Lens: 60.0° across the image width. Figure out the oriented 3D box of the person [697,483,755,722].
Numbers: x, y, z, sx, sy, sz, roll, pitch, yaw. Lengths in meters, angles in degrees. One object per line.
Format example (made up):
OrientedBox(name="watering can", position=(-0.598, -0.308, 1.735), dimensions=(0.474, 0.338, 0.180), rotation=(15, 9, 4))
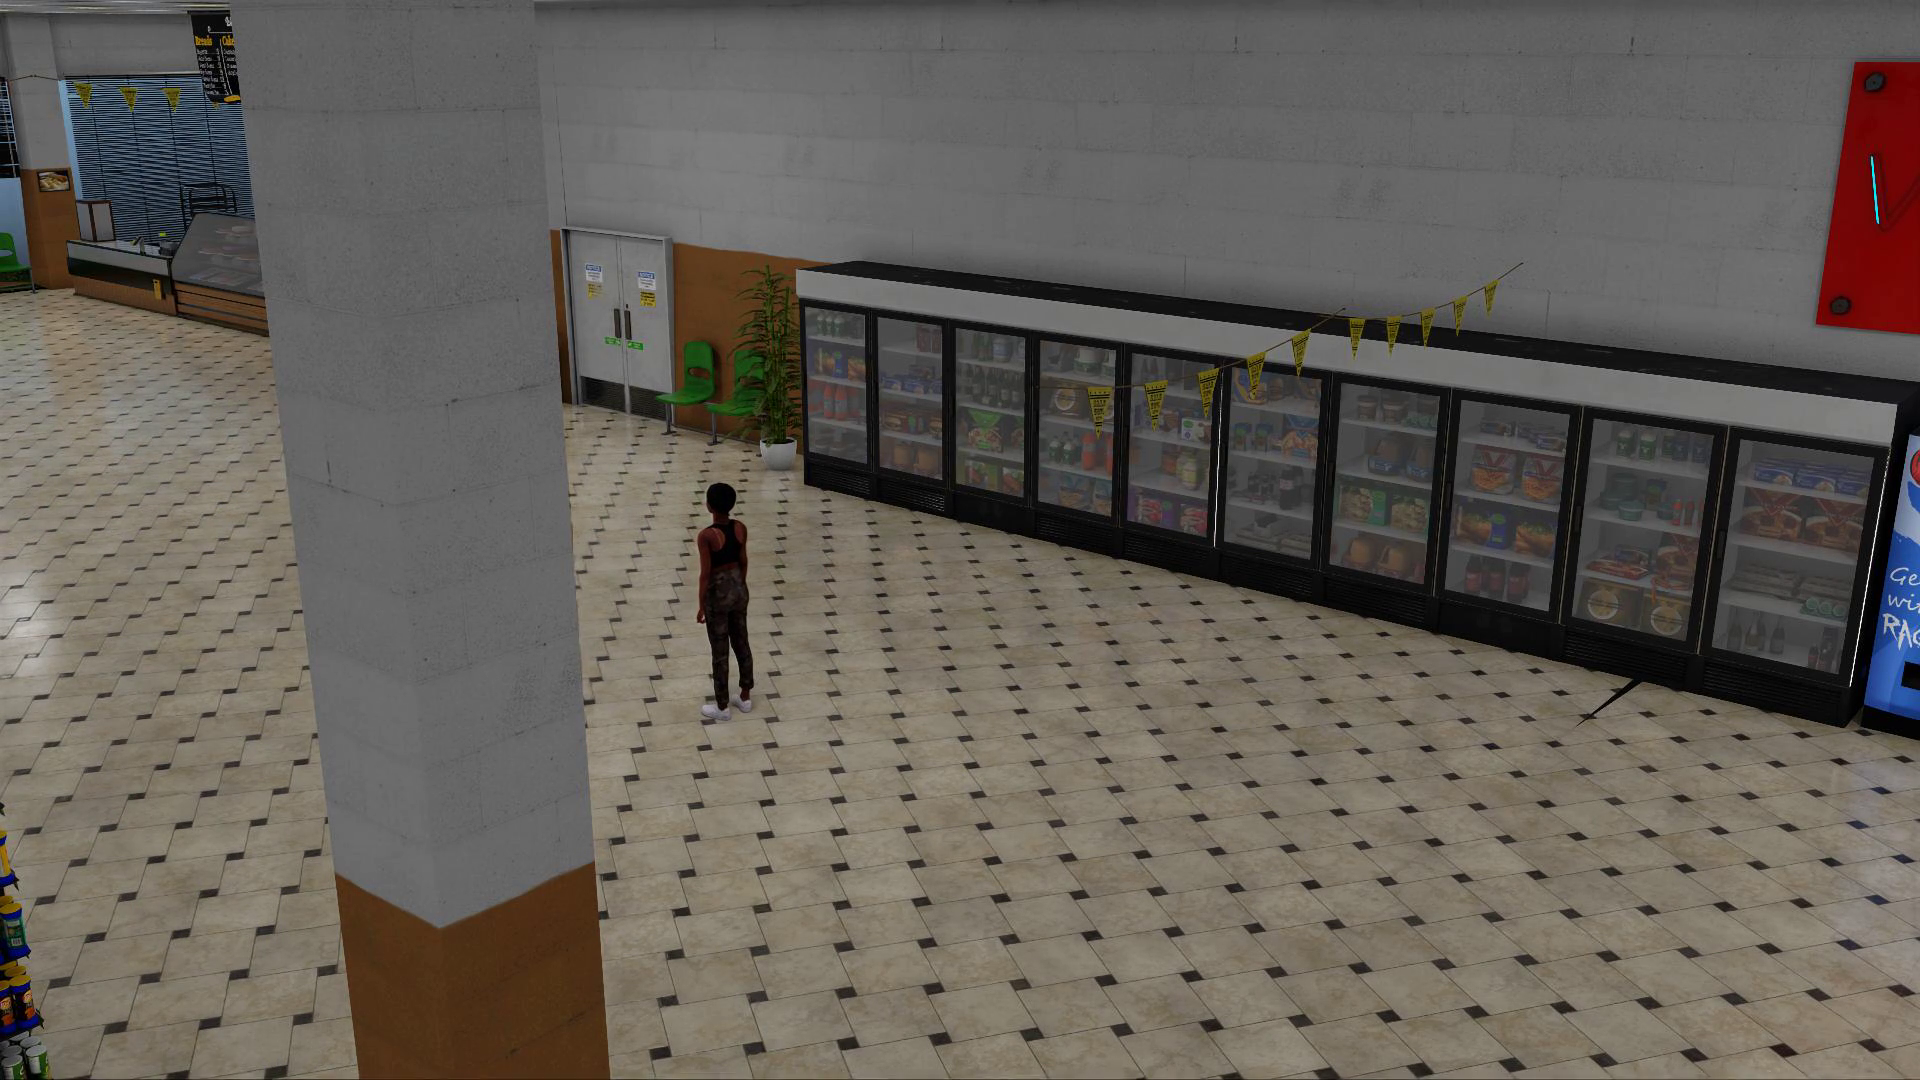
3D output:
OrientedBox(name="person", position=(-1.630, 0.416, 11.565), dimensions=(0.645, 1.701, 0.490), rotation=(16, 23, 42))
